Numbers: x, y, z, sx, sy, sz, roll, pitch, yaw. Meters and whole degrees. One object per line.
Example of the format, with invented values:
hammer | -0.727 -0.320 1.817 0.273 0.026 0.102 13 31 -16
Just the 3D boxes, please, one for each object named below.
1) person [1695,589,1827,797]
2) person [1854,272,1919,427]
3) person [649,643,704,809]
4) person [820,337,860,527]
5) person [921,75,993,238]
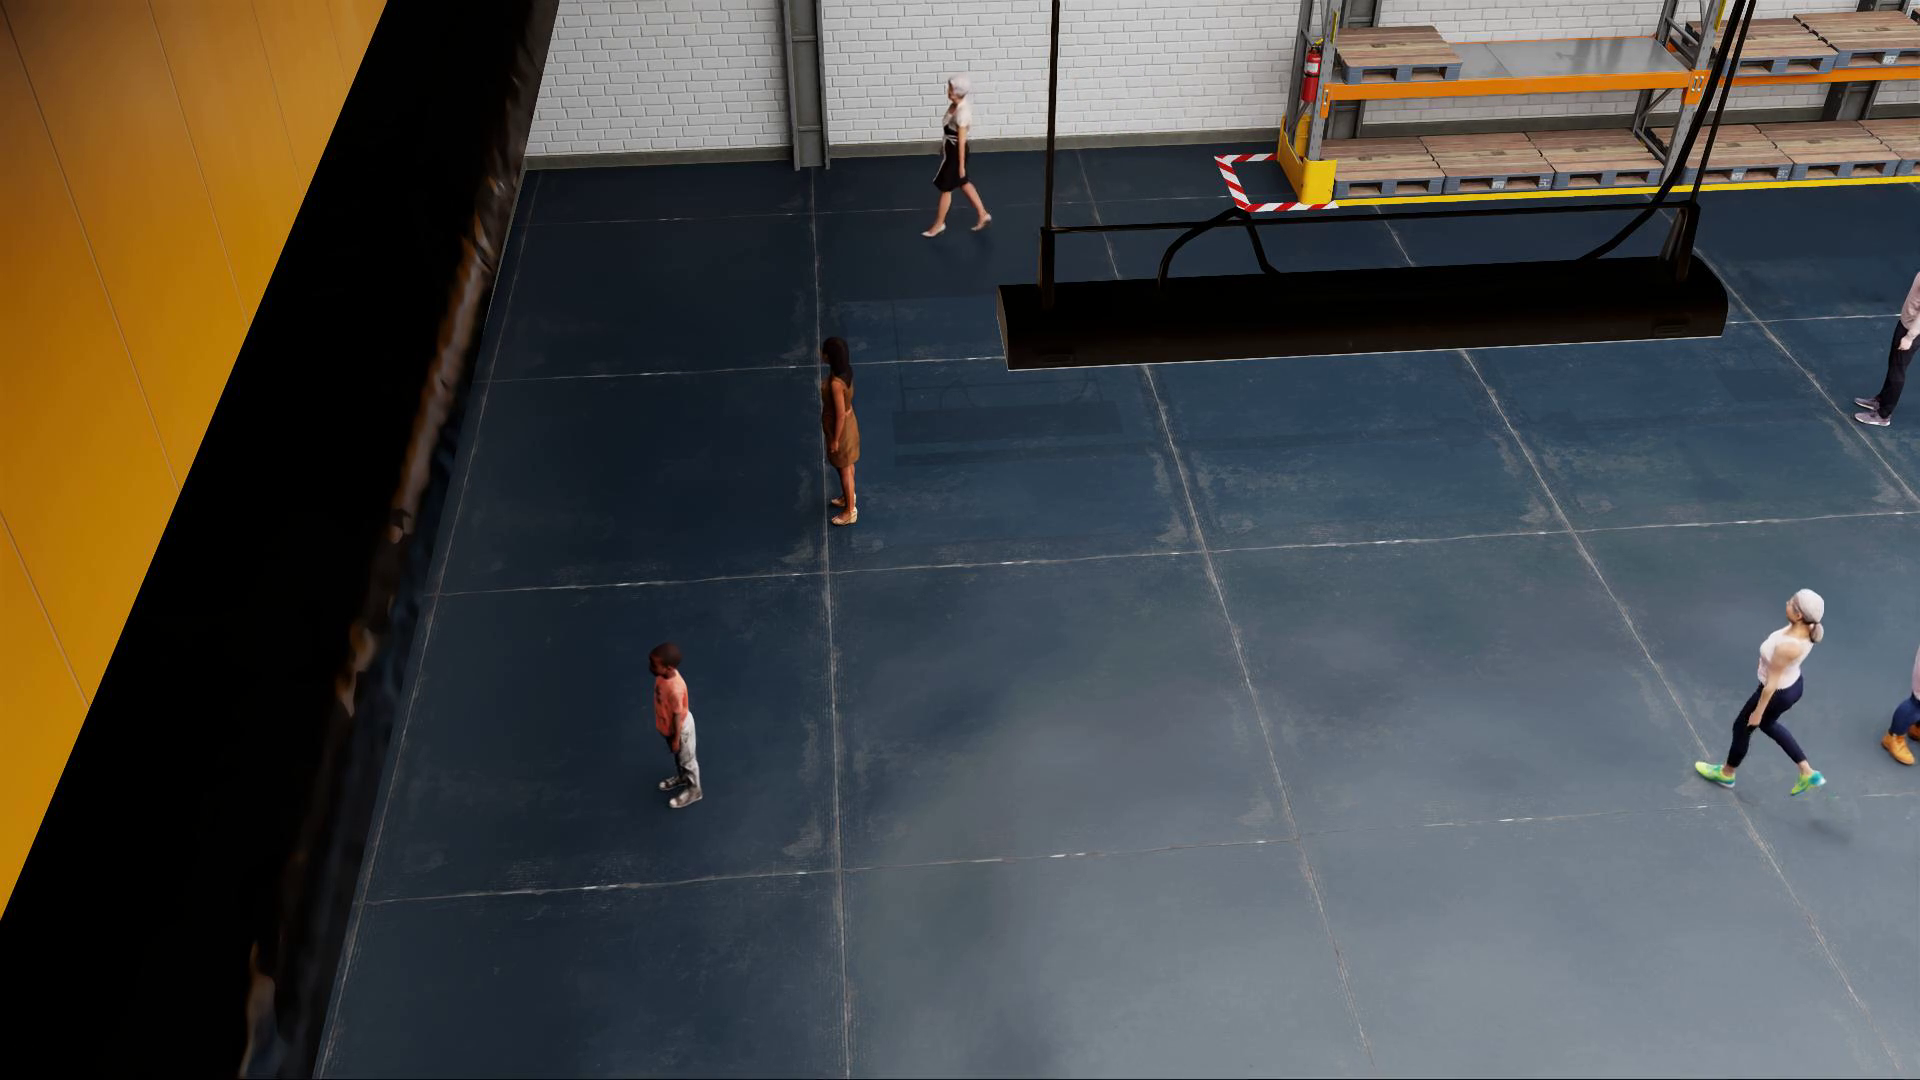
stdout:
person | 5.305 1.046 10.662 1.028 1.685 0.988 30 47 32
person | 8.083 -1.805 14.132 0.714 1.809 0.711 16 41 19
person | -1.832 1.180 10.793 0.568 1.311 0.535 -16 41 -19
person | -0.939 -0.865 13.050 0.506 1.690 0.565 -2 39 -2
person | 0.049 -3.852 16.761 0.983 1.726 0.703 2 39 2
